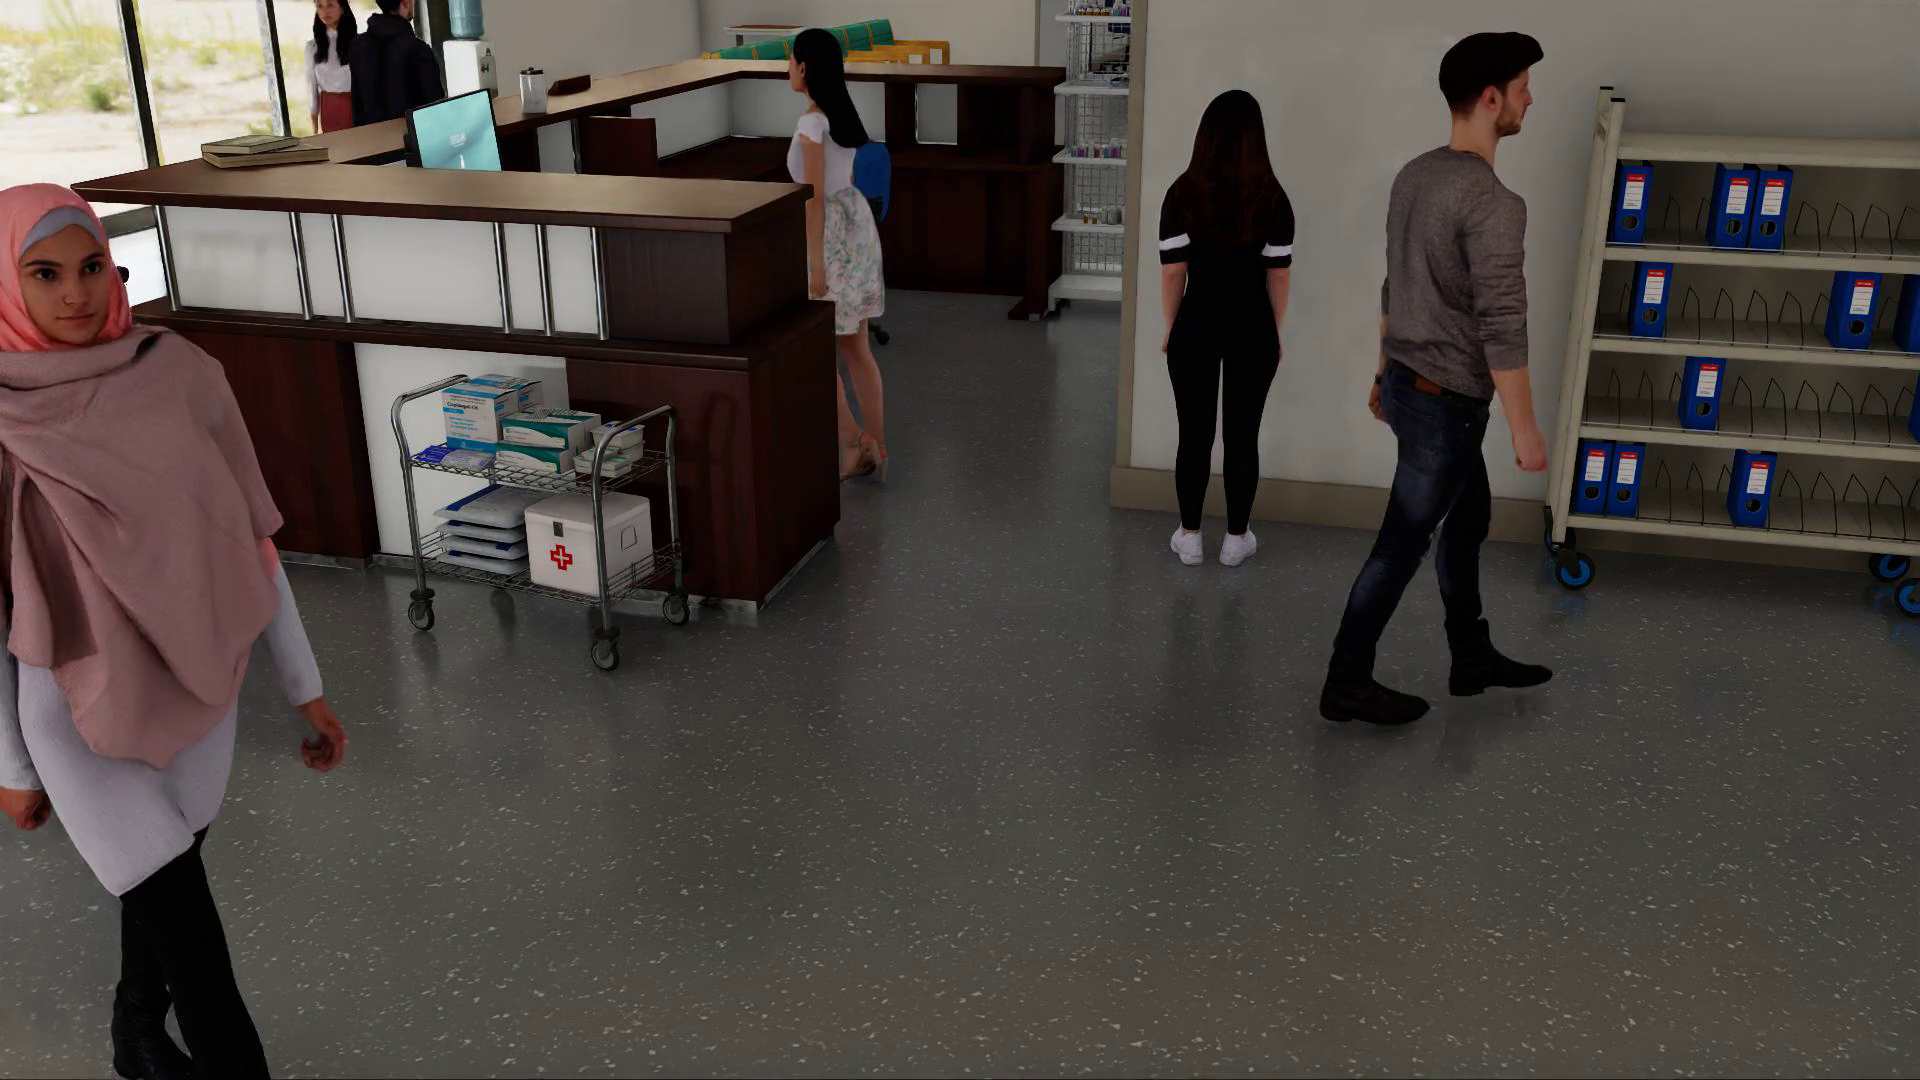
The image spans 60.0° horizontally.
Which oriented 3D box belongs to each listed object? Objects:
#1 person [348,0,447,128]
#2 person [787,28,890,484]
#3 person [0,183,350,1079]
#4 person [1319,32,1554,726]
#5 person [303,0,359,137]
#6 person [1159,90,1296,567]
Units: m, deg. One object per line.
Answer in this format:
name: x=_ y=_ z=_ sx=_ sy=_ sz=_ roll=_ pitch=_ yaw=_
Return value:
person: x=-3.036 y=-2.010 z=8.861 sx=1.120 sy=1.844 sz=0.903 roll=10 pitch=23 yaw=25
person: x=-0.473 y=-1.053 z=6.465 sx=0.719 sy=1.751 sz=0.679 roll=7 pitch=22 yaw=18
person: x=-1.449 y=0.307 z=2.866 sx=1.235 sy=1.758 sz=0.939 roll=15 pitch=25 yaw=34
person: x=1.190 y=-0.357 z=4.451 sx=1.064 sy=1.876 sz=0.900 roll=-2 pitch=21 yaw=-4
person: x=-3.882 y=-2.619 z=10.618 sx=0.690 sy=1.739 sz=0.760 roll=-1 pitch=21 yaw=-1
person: x=0.901 y=-0.708 z=5.711 sx=0.544 sy=1.639 sz=0.682 roll=3 pitch=21 yaw=8
